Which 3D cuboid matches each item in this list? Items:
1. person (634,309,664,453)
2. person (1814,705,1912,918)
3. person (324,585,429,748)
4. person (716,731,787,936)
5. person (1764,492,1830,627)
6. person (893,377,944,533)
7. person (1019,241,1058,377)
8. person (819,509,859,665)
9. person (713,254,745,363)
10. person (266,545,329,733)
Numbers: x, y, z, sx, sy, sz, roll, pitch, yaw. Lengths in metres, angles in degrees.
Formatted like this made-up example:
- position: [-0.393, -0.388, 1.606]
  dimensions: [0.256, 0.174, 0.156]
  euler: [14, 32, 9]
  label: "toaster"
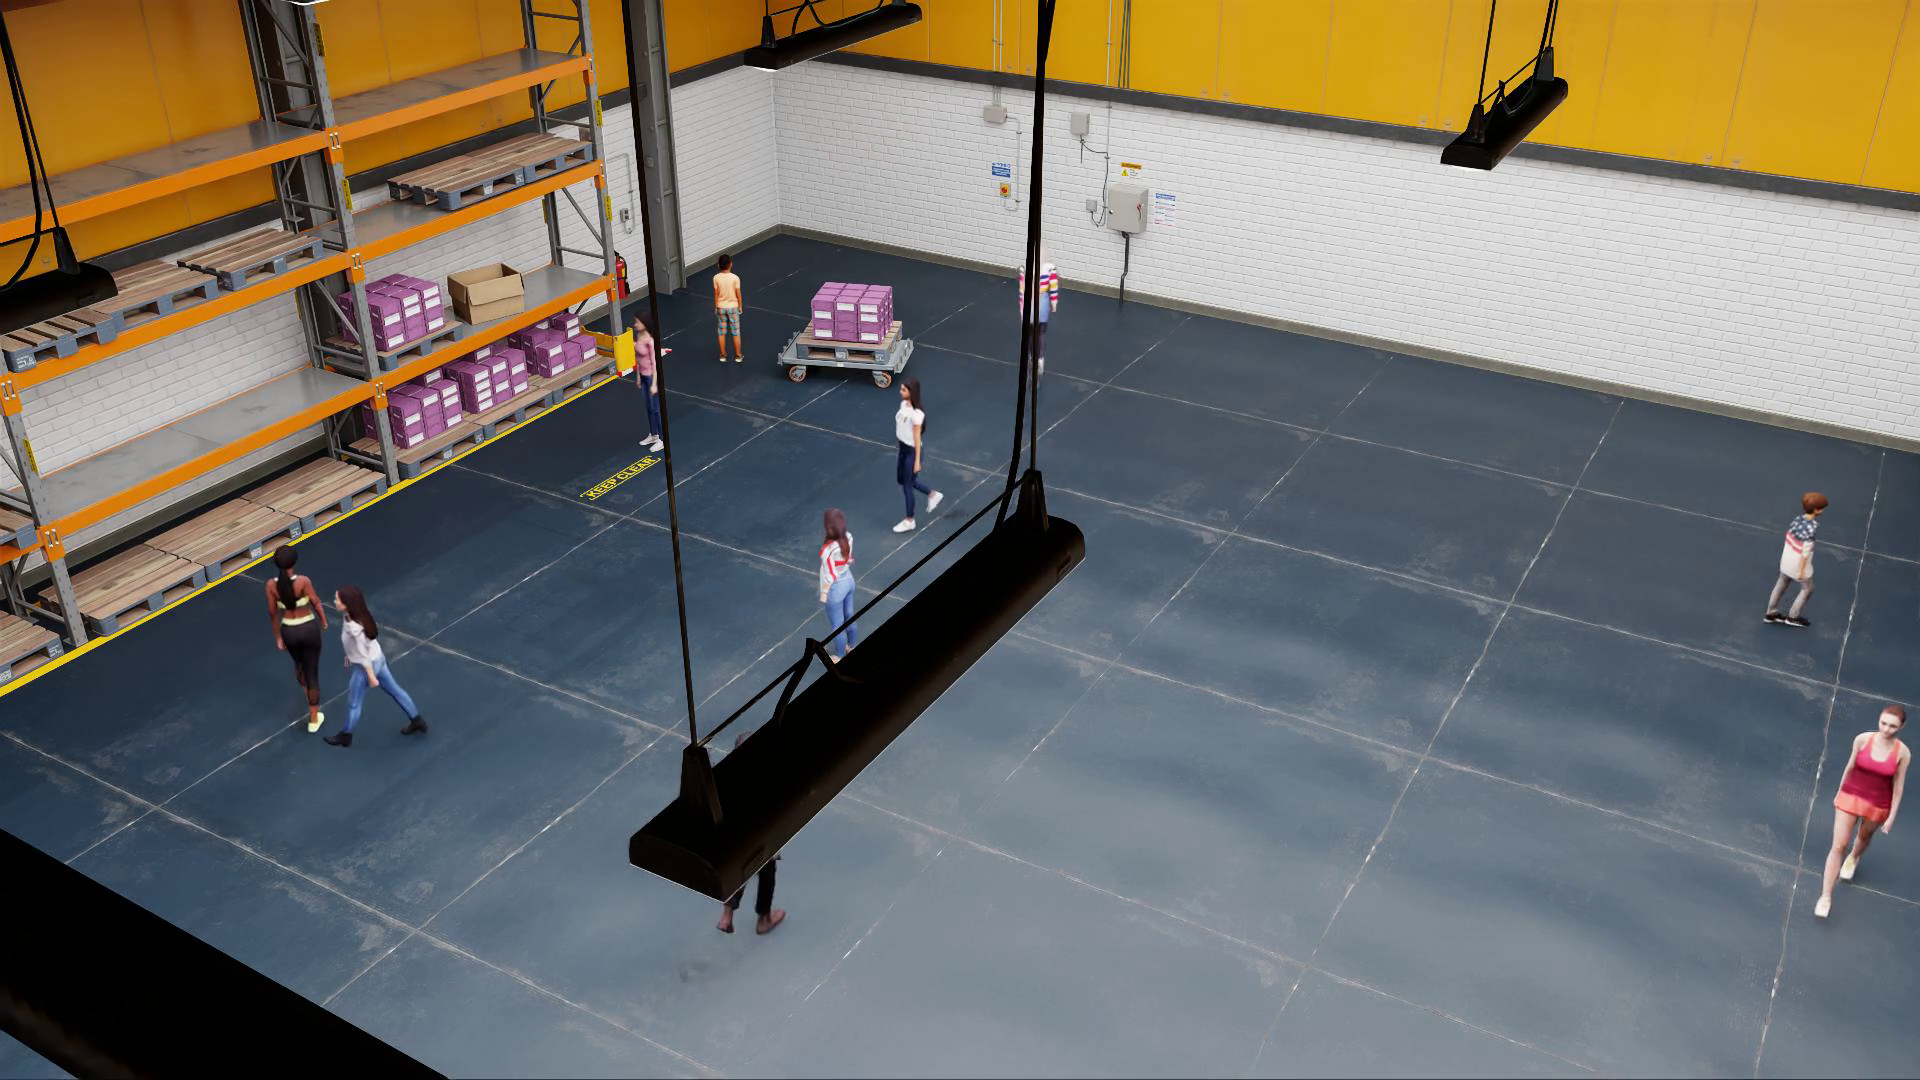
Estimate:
- position: [-3.660, -1.905, 19.626]
  dimensions: [0.642, 1.742, 0.648]
  euler: [-19, 34, -30]
  label: "person"
- position: [6.868, 1.964, 12.571]
  dimensions: [0.638, 1.704, 1.142]
  euler: [19, 34, 31]
  label: "person"
- position: [-4.994, 1.084, 14.316]
  dimensions: [1.106, 1.580, 1.098]
  euler: [-5, 29, -9]
  label: "person"
- position: [-1.564, 2.182, 12.054]
  dimensions: [0.743, 1.818, 0.872]
  euler: [19, 34, 31]
  label: "person"
- position: [8.049, 0.193, 16.104]
  dimensions: [0.745, 1.430, 0.689]
  euler: [-1, 29, -2]
  label: "person"
- position: [-0.449, -0.925, 17.810]
  dimensions: [0.972, 1.760, 0.856]
  euler: [-14, 31, -23]
  label: "person"
- position: [0.997, -2.990, 21.565]
  dimensions: [0.958, 1.790, 1.116]
  euler: [0, 29, 0]
  label: "person"
- position: [-1.123, 0.425, 15.488]
  dimensions: [0.643, 1.613, 0.434]
  euler: [15, 32, 25]
  label: "person"
- position: [-3.087, -3.080, 22.074]
  dimensions: [0.589, 1.459, 0.621]
  euler: [-1, 29, -2]
  label: "person"
- position: [-5.759, 0.900, 14.498]
  dimensions: [0.851, 1.729, 0.972]
  euler: [-3, 29, -6]
  label: "person"
